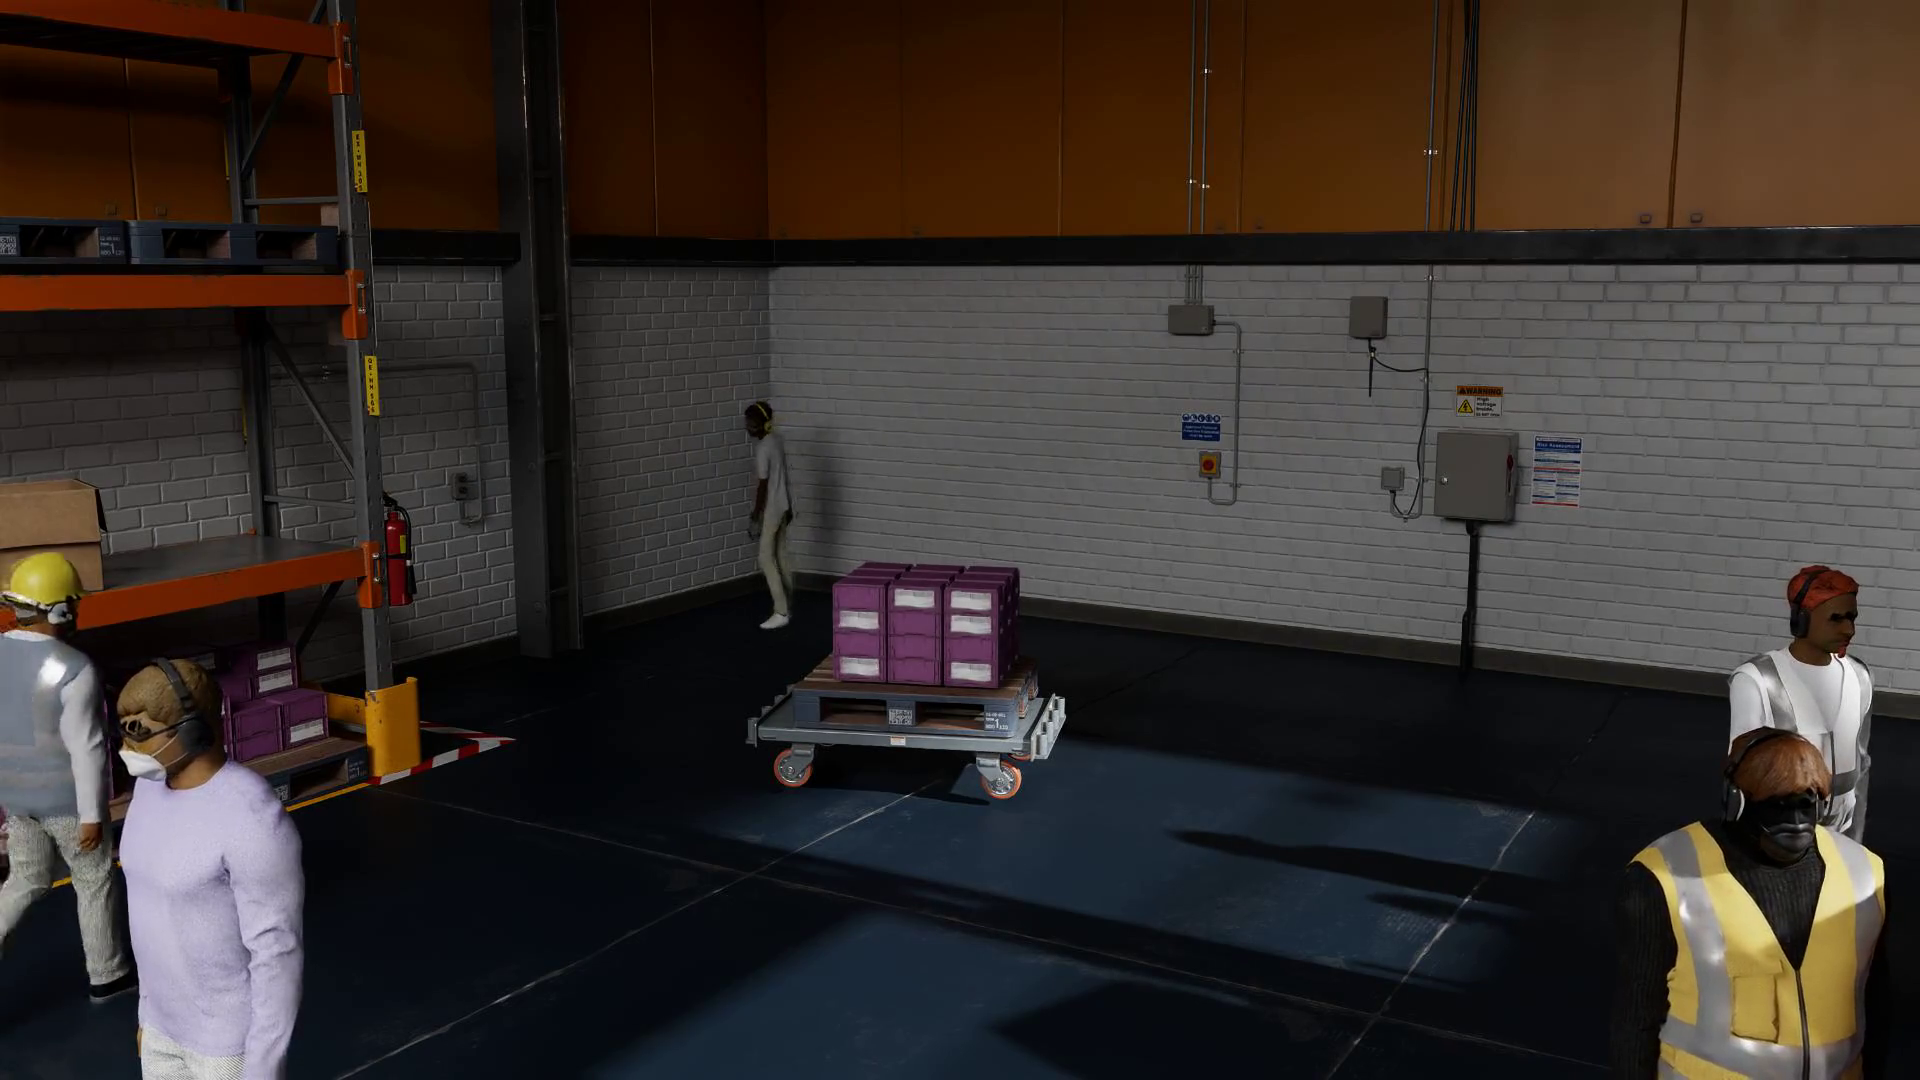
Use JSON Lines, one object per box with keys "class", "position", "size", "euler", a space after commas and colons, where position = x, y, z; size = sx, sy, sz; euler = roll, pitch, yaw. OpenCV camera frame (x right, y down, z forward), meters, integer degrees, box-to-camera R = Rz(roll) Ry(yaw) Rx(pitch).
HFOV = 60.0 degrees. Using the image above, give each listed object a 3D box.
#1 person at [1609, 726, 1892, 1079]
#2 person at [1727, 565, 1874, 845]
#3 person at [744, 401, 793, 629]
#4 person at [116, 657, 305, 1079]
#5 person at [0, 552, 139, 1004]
{"class": "person", "position": [1.814, 1.320, 3.830], "size": [0.621, 1.837, 0.429], "euler": [0, 9, -1]}
{"class": "person", "position": [2.823, 1.012, 5.630], "size": [0.569, 1.878, 0.351], "euler": [-3, 9, -16]}
{"class": "person", "position": [-1.519, -0.220, 13.473], "size": [0.338, 1.832, 0.667], "euler": [2, 9, 11]}
{"class": "person", "position": [-1.848, 1.226, 4.110], "size": [0.627, 1.934, 0.371], "euler": [7, 11, 37]}
{"class": "person", "position": [-3.461, 0.947, 6.240], "size": [0.598, 1.809, 0.737], "euler": [3, 10, 18]}
